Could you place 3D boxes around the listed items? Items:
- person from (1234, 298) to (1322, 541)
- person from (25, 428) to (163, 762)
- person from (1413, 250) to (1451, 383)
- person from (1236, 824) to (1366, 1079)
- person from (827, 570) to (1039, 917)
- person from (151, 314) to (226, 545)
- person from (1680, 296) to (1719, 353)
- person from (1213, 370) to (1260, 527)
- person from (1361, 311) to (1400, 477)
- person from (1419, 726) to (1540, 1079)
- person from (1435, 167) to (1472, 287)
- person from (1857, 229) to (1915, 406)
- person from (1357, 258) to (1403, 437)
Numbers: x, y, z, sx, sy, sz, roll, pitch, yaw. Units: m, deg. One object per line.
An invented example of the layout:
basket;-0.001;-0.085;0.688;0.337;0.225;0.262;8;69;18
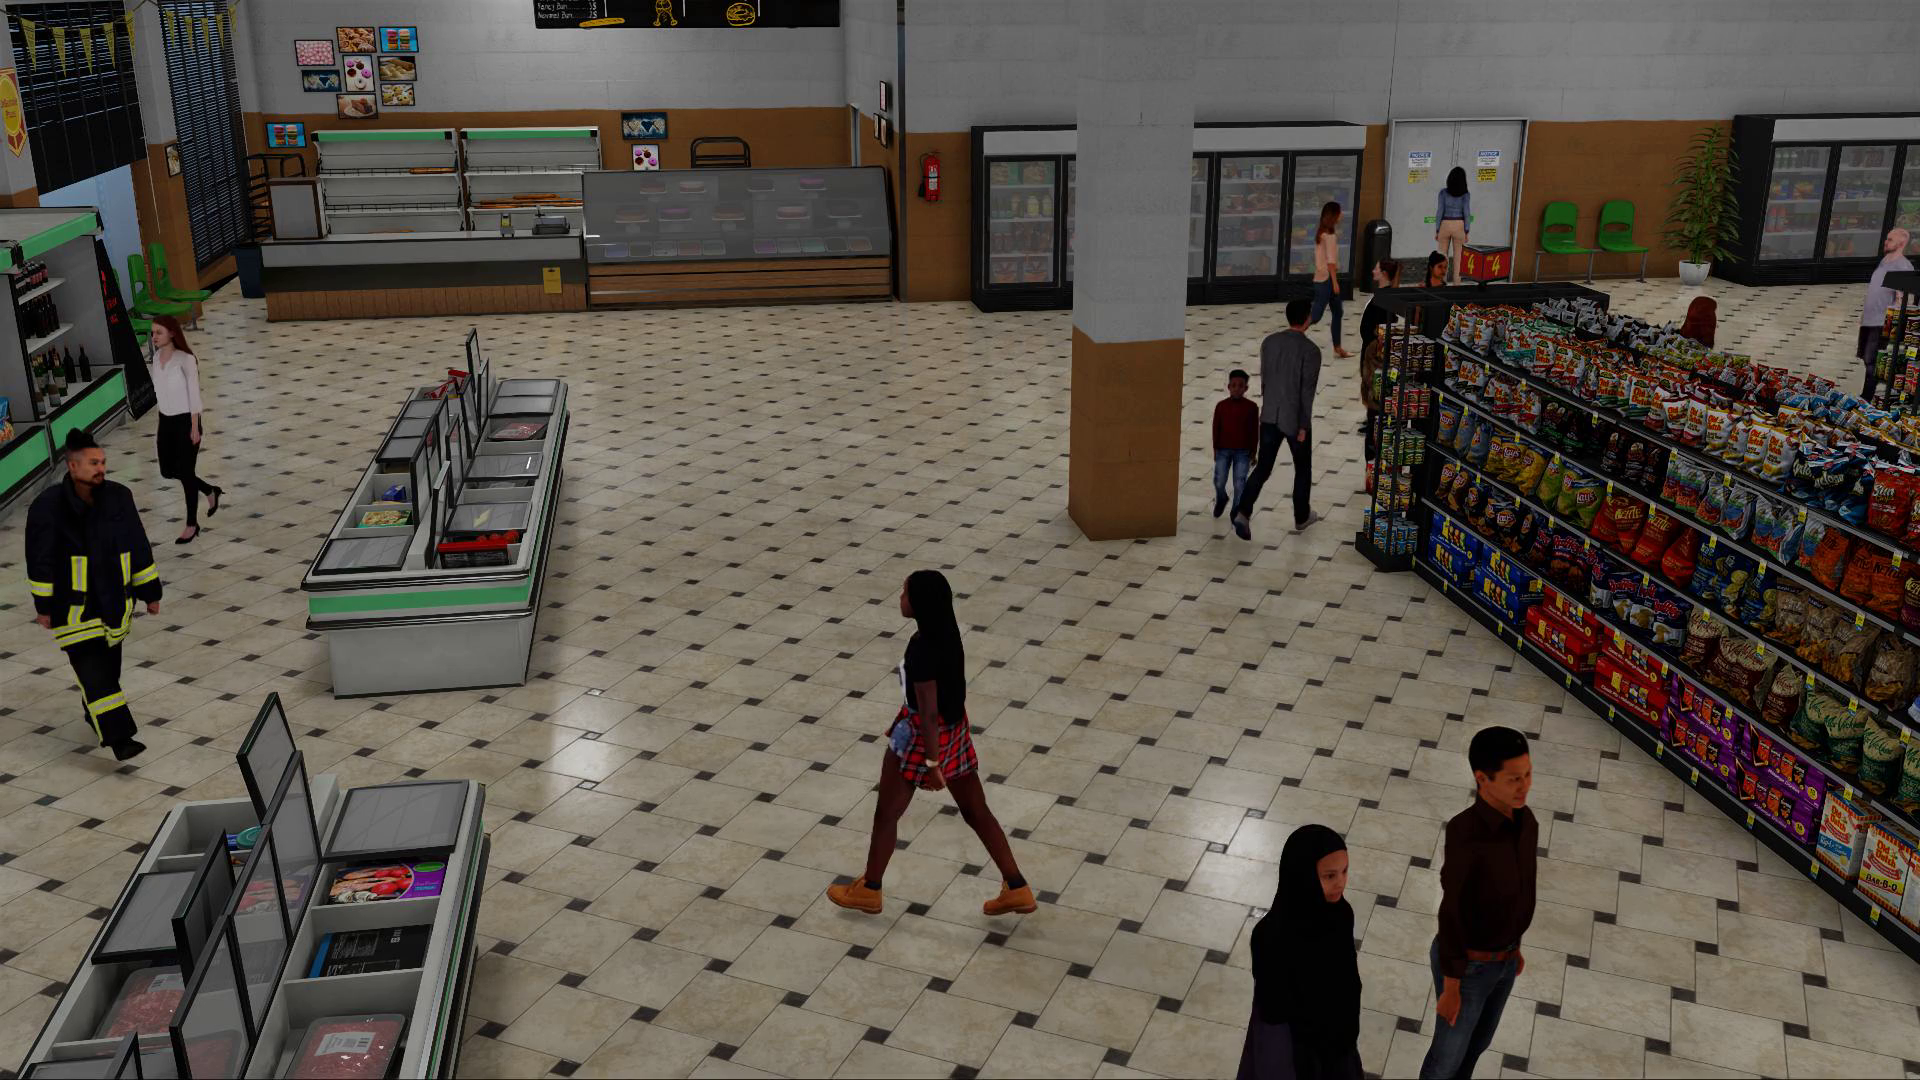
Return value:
person;2.416;-0.874;12.615;1.227;1.830;1.252;13;23;35
person;-4.824;0.285;9.181;1.271;1.828;1.182;16;24;39
person;4.523;-1.978;16.166;0.672;1.654;0.749;-7;20;-20
person;1.056;1.647;5.491;0.896;1.605;1.193;-12;22;-32
person;-0.025;0.963;7.399;1.090;1.682;1.205;7;20;20
person;-5.880;-0.857;12.693;0.836;1.747;0.930;8;20;22
person;5.696;-1.030;13.235;0.685;1.730;1.136;-2;19;-7
person;2.171;-0.738;13.127;0.601;1.246;0.667;3;19;10
person;3.609;-1.216;14.231;0.743;1.446;0.804;11;22;30
person;1.785;1.457;5.782;0.720;1.780;0.715;-17;25;-40
person;6.598;-4.109;22.300;0.707;1.772;0.736;8;20;22
person;9.204;-2.155;16.436;0.907;1.817;0.980;2;19;6
person;3.958;-1.819;15.647;0.781;1.683;0.687;8;20;24
